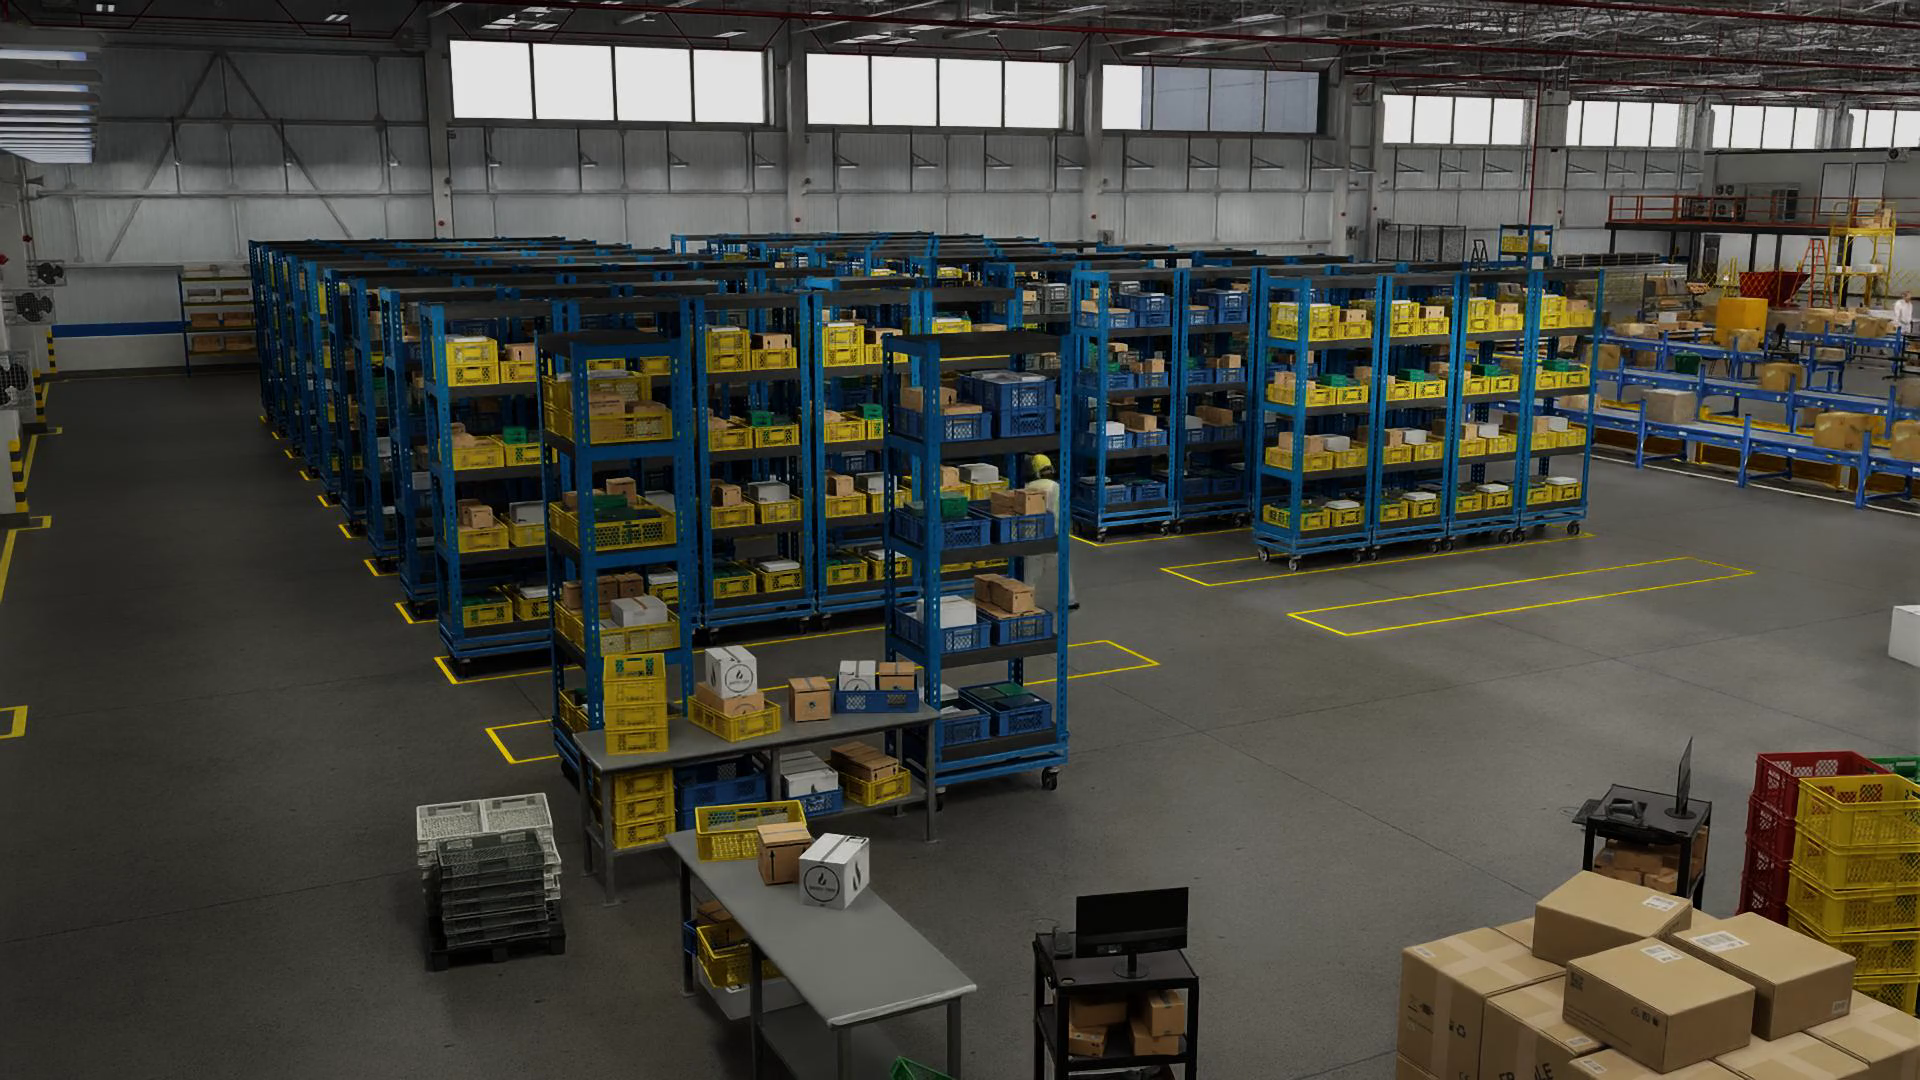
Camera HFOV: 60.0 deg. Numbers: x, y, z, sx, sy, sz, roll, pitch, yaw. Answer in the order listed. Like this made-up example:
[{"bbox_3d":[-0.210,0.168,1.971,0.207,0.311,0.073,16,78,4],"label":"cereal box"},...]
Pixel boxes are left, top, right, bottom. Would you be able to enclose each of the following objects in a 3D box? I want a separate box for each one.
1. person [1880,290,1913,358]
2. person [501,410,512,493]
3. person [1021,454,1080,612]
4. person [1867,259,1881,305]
[{"bbox_3d":[25.635,-5.873,45.352,0.646,1.881,0.868,-4,13,-19],"label":"person"},{"bbox_3d":[-6.078,-0.897,22.146,0.374,1.841,0.570,-7,14,-31],"label":"person"},{"bbox_3d":[0.965,-0.060,18.416,0.621,1.782,0.637,8,15,34],"label":"person"},{"bbox_3d":[36.074,-10.185,65.668,0.521,1.819,0.818,-3,12,-13],"label":"person"}]
